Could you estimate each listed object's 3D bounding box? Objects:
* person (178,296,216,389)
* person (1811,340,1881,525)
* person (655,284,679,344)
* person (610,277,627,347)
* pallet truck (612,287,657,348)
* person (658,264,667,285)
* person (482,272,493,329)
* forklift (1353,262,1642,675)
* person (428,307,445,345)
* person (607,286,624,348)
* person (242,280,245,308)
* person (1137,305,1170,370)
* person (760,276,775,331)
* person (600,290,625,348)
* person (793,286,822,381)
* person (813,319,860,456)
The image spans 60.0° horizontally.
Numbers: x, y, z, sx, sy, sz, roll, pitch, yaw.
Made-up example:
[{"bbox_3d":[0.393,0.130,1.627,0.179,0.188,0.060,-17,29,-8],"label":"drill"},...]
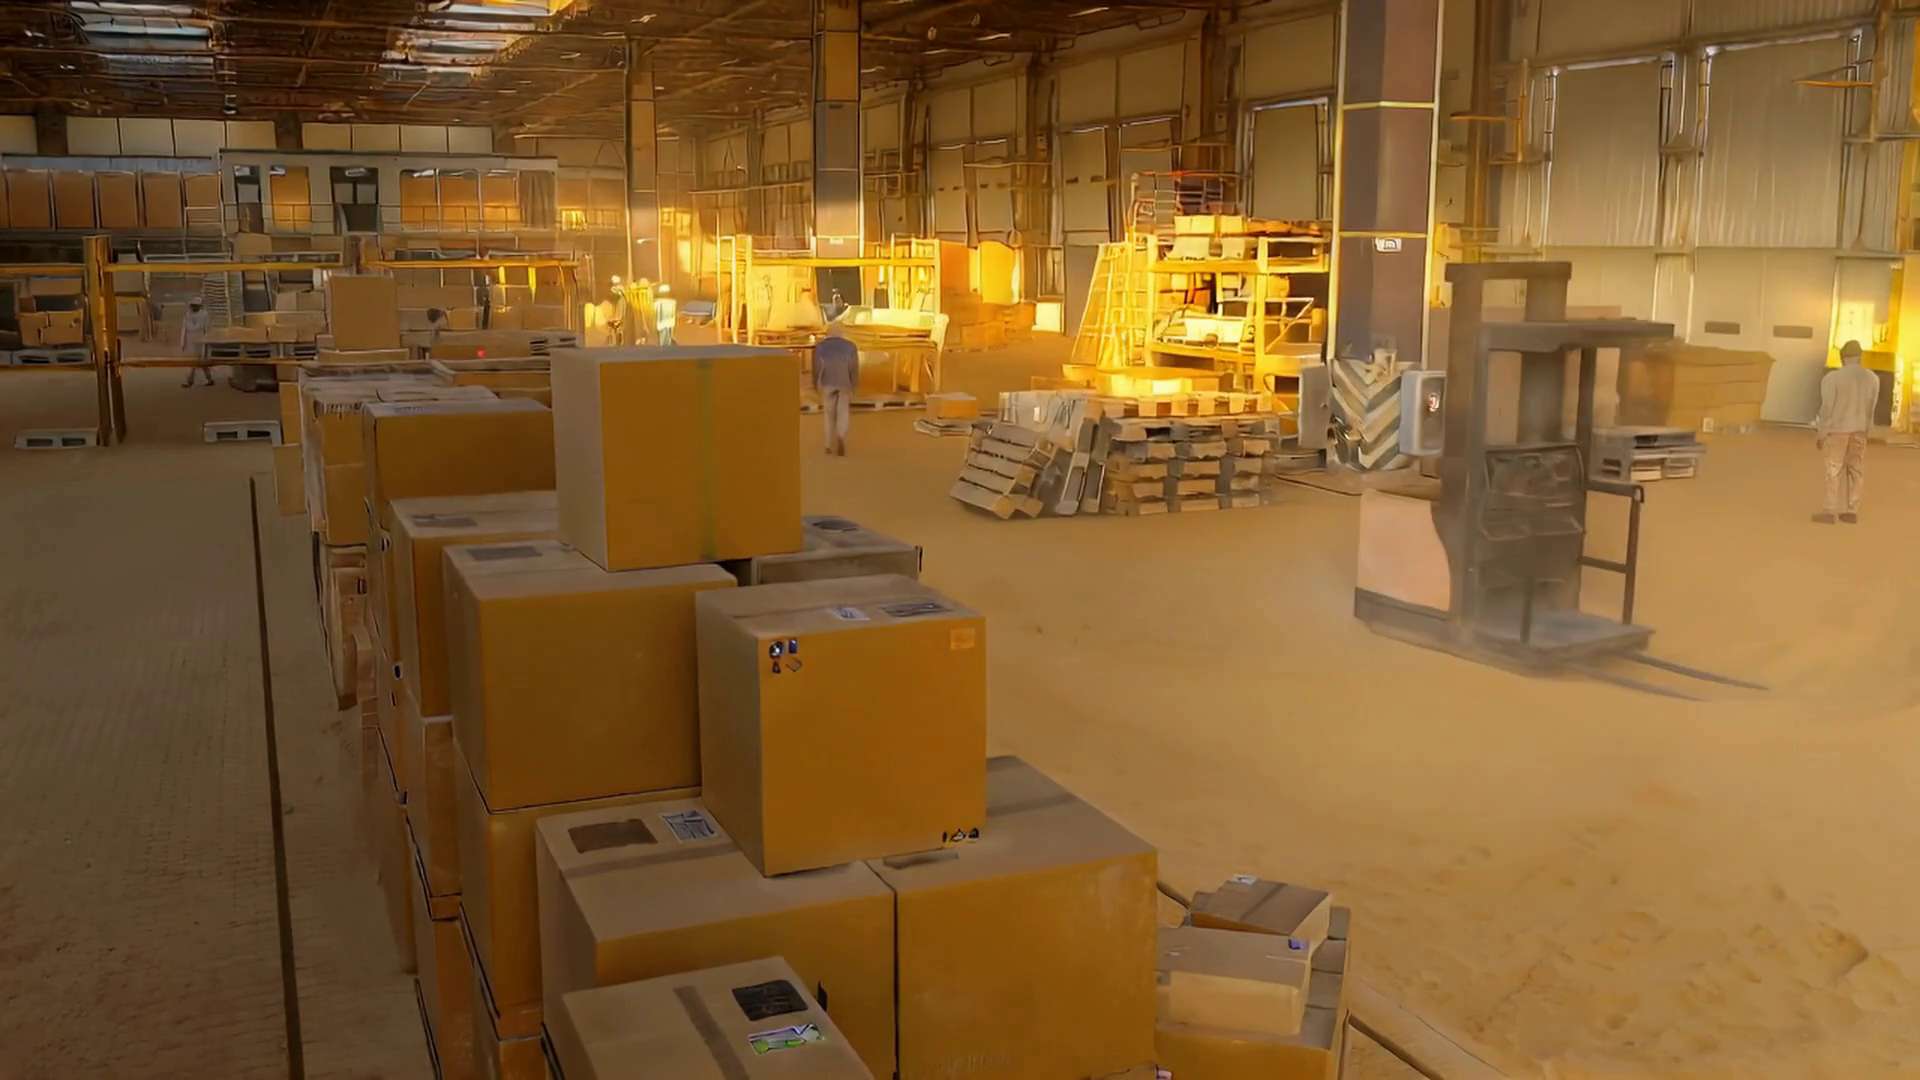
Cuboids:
[{"bbox_3d":[-15.351,-3.974,33.431,0.644,1.853,1.034,3,11,14],"label":"person"},{"bbox_3d":[9.279,-1.119,17.451,0.635,1.939,0.367,-1,10,-7],"label":"person"},{"bbox_3d":[-6.926,-5.069,39.299,0.582,1.917,0.414,-8,13,-38],"label":"person"},{"bbox_3d":[-9.509,-6.339,46.272,0.409,1.926,0.699,-1,10,-5],"label":"person"},{"bbox_3d":[-6.464,-4.406,35.401,0.823,1.965,1.885,6,12,32],"label":"pallet truck"},{"bbox_3d":[-12.760,-10.726,70.425,0.610,1.943,1.076,4,11,19],"label":"person"},{"bbox_3d":[-14.993,-7.535,52.856,0.368,1.932,0.623,-2,10,-10],"label":"person"},{"bbox_3d":[3.919,-0.627,12.142,1.129,2.768,1.873,-5,12,-27],"label":"forklift"},{"bbox_3d":[-10.006,-3.611,31.848,0.320,1.698,0.531,-7,12,-33],"label":"person"},{"bbox_3d":[-9.128,-5.830,43.948,0.484,1.745,0.298,3,11,16],"label":"person"},{"bbox_3d":[-30.670,-10.919,71.649,0.642,1.862,0.933,5,11,24],"label":"person"},{"bbox_3d":[3.146,-2.932,27.563,0.963,1.889,0.593,7,13,35],"label":"person"},{"bbox_3d":[-5.809,-6.948,49.740,0.385,1.892,0.700,4,11,19],"label":"person"},{"bbox_3d":[-7.857,-4.778,37.919,0.675,1.821,0.654,5,11,25],"label":"person"},{"bbox_3d":[-3.212,-4.346,35.076,0.609,1.996,0.383,-2,10,-10],"label":"person"},{"bbox_3d":[-1.696,-2.084,22.878,0.644,1.910,0.847,-1,10,-5],"label":"person"}]
